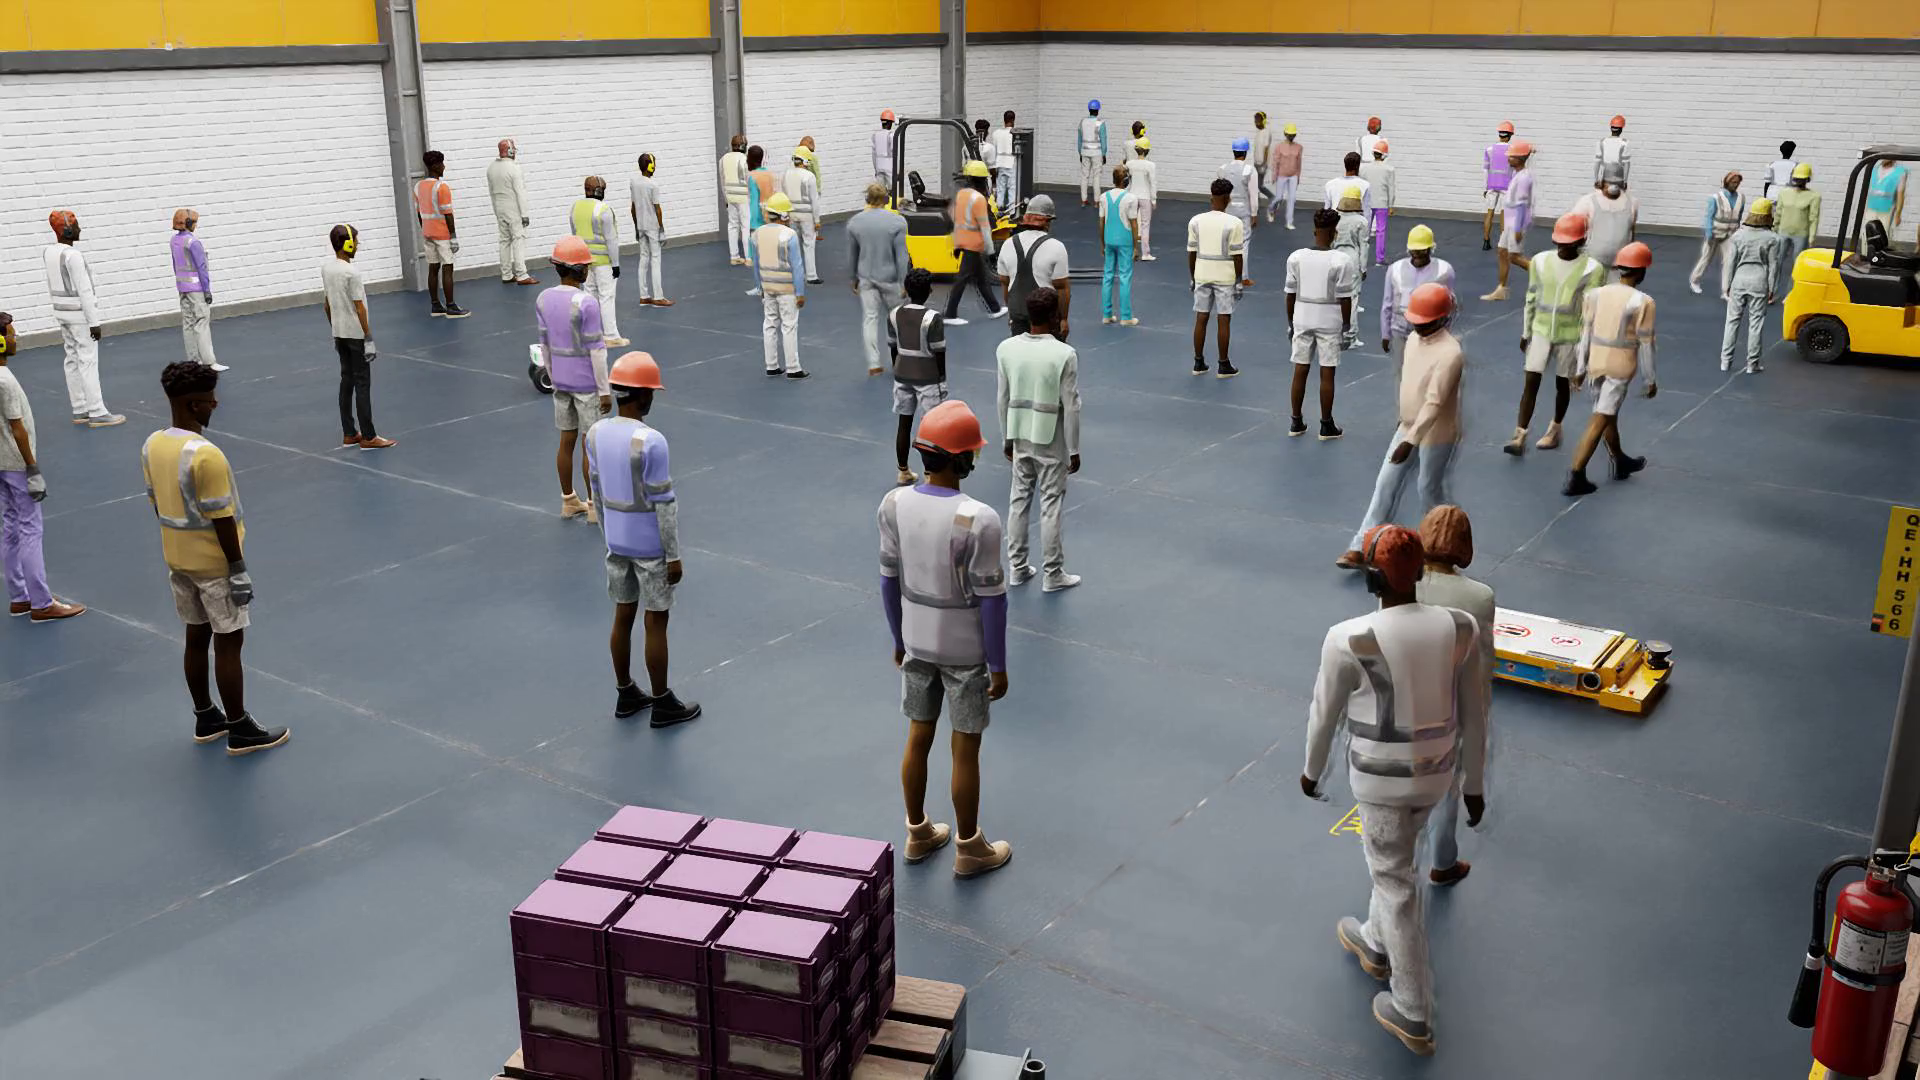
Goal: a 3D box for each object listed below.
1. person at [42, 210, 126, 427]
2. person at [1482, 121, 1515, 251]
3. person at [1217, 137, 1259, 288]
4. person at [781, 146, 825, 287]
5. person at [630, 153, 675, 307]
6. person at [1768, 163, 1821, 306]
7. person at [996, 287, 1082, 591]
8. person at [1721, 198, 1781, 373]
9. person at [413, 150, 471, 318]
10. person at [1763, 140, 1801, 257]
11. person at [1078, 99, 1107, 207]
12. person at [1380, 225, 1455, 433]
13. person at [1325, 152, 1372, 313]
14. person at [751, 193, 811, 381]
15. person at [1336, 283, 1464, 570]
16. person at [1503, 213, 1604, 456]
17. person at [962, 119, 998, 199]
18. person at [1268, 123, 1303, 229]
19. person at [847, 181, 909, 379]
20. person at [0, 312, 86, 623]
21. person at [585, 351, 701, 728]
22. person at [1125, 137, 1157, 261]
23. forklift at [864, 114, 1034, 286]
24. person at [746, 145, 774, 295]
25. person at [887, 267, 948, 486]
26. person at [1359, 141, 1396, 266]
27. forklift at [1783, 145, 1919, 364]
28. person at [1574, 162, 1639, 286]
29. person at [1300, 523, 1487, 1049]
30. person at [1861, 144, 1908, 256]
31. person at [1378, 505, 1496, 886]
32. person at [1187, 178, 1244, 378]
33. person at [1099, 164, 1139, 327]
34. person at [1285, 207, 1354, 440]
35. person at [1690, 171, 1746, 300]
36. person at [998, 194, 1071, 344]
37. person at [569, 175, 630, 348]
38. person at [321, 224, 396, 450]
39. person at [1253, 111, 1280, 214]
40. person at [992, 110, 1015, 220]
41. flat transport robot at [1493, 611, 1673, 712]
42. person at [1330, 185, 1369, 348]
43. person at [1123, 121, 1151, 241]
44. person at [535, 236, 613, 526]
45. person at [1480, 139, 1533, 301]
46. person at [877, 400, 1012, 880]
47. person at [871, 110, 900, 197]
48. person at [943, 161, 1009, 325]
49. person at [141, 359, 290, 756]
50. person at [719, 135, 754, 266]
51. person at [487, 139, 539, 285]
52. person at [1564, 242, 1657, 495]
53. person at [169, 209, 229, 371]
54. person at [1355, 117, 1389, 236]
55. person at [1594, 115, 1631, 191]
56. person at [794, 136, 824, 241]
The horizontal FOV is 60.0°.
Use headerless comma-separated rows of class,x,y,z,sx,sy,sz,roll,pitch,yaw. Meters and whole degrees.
person,-7.710,-1.930,14.552,0.573,1.882,0.356,12,21,33
person,8.166,-5.333,25.116,0.542,1.931,0.366,12,21,33
person,3.633,-4.286,21.813,0.601,1.948,0.386,12,21,33
person,-2.061,-4.268,21.956,0.595,1.827,0.403,12,21,34
person,-3.805,-3.805,20.446,0.508,1.865,0.329,12,21,33
person,10.183,-3.722,20.377,0.552,1.729,0.799,15,23,40
person,0.492,-0.622,10.399,0.591,1.920,0.393,12,21,33
person,7.960,-2.560,16.746,0.484,1.744,0.295,12,21,33
person,-6.155,-3.613,19.679,0.602,1.966,0.368,12,21,33
person,12.121,-5.032,24.556,0.532,1.694,0.319,12,21,33
person,2.450,-7.133,30.717,0.601,1.948,0.386,12,21,33
person,3.872,-1.759,14.131,0.596,1.810,0.515,6,19,18
person,4.642,-3.681,19.970,0.591,1.920,0.393,12,21,33
person,-1.750,-2.483,16.360,0.586,1.833,0.403,12,21,33
person,2.827,-0.662,10.497,0.861,1.933,0.643,-6,19,-18
person,4.799,-1.637,13.460,0.630,1.986,1.033,12,21,34
person,0.318,-5.374,25.197,0.602,1.960,0.368,12,21,33
person,5.443,-6.099,27.812,0.529,1.742,0.668,-4,18,-11
person,-0.776,-2.608,16.606,0.659,1.916,0.787,5,18,14
person,-5.597,-0.430,9.880,0.508,1.872,0.329,12,21,33
person,-1.607,0.005,8.420,0.542,1.931,0.366,12,21,33
person,2.630,-4.948,24.177,0.522,1.768,0.311,12,21,33
forklift,-0.171,-4.594,22.377,2.313,2.155,1.214,1,18,3
person,-2.476,-4.036,21.092,0.533,1.905,0.606,4,18,13
person,-0.309,-1.217,12.625,0.532,1.694,0.319,12,21,33
person,5.951,-4.806,23.752,0.559,1.752,0.326,12,21,33
forklift,9.803,-2.879,17.013,2.313,2.155,1.214,12,21,33
person,6.980,-3.141,18.081,0.688,2.000,1.077,2,18,6
person,1.508,0.826,5.971,0.586,1.845,0.844,-6,19,-18
person,12.585,-4.466,22.595,0.697,1.818,0.569,-7,19,-22
person,1.955,0.645,6.900,0.497,1.633,0.289,12,21,33
person,2.543,-2.591,16.491,0.602,1.960,0.368,12,21,33
person,1.838,-3.386,19.165,0.506,1.846,0.346,12,21,33
person,3.041,-1.823,14.089,0.602,1.960,0.368,12,21,33
person,9.633,-3.887,21.126,0.525,1.601,0.826,-2,18,-7
person,0.700,-1.986,14.467,0.679,2.000,0.537,12,21,33
person,-3.897,-3.005,17.986,0.624,1.840,0.429,12,21,33
person,-5.022,-1.676,13.786,0.508,1.865,0.329,12,21,33
person,5.347,-6.595,29.206,0.597,1.842,0.584,-7,19,-20
person,0.804,-6.256,28.030,0.591,1.915,0.393,12,21,33
flat transport robot,3.130,0.604,9.227,1.431,0.197,0.652,12,21,33
person,4.181,-2.949,17.972,0.484,1.738,0.305,12,21,33
person,2.792,-5.650,26.217,0.508,1.865,0.329,12,21,33
person,-2.685,-1.118,11.750,0.606,2.044,0.374,12,21,33
person,6.991,-3.936,20.623,0.788,2.021,0.605,3,18,8
person,-0.047,0.424,6.927,0.606,2.044,0.374,12,21,33
person,-1.215,-6.209,27.855,0.542,1.931,0.366,12,21,33
person,0.224,-3.428,19.243,0.989,1.870,0.608,-7,19,-22
person,-3.660,0.092,8.100,0.602,1.960,0.368,12,21,33
person,-3.115,-4.832,23.702,0.624,1.840,0.429,12,21,33
person,-5.938,-4.348,22.074,0.640,1.909,0.409,12,21,33
person,4.991,-1.297,12.573,1.002,1.878,0.567,-9,20,-26
person,-7.714,-2.508,16.752,0.510,1.639,0.308,12,21,33
person,6.633,-5.858,26.829,0.574,1.886,0.352,12,21,34
person,10.334,-5.742,26.384,0.542,1.938,0.357,12,21,33
person,-2.395,-5.556,26.295,0.497,1.633,0.289,12,21,33
